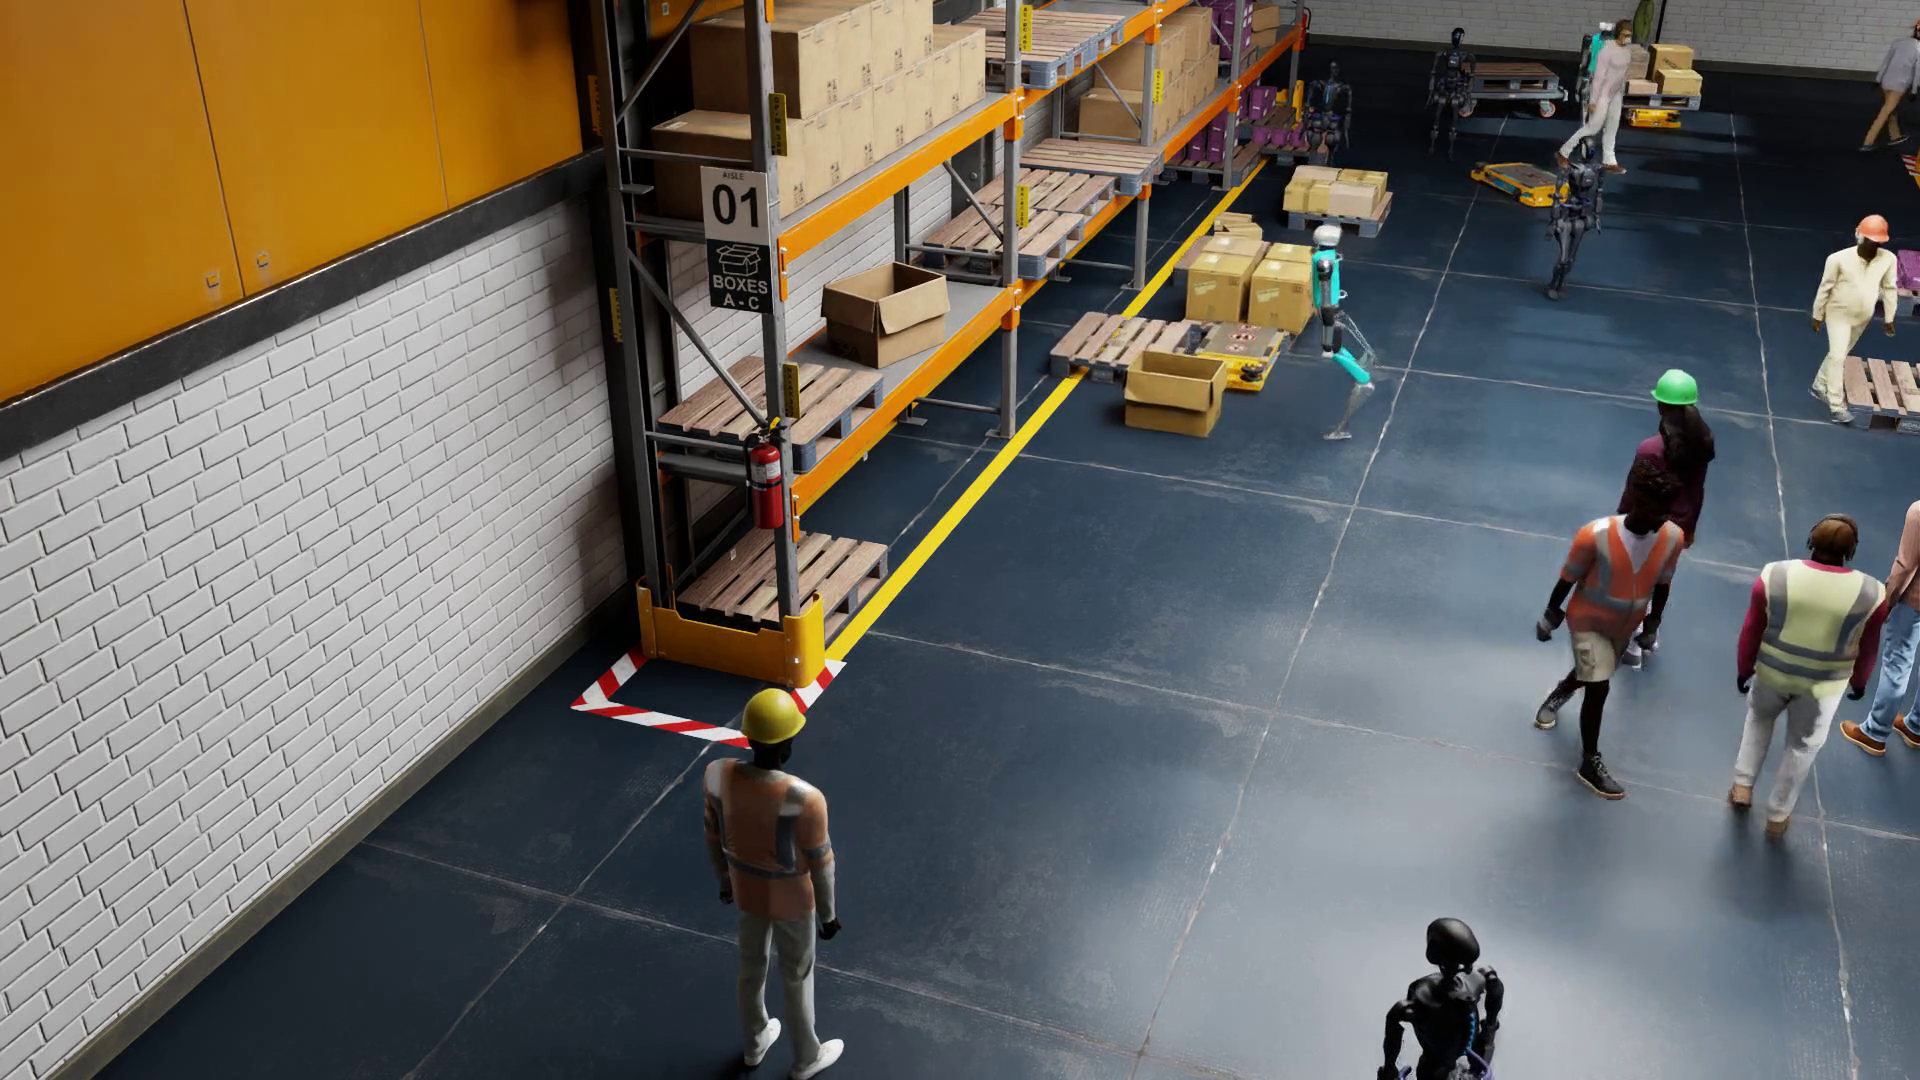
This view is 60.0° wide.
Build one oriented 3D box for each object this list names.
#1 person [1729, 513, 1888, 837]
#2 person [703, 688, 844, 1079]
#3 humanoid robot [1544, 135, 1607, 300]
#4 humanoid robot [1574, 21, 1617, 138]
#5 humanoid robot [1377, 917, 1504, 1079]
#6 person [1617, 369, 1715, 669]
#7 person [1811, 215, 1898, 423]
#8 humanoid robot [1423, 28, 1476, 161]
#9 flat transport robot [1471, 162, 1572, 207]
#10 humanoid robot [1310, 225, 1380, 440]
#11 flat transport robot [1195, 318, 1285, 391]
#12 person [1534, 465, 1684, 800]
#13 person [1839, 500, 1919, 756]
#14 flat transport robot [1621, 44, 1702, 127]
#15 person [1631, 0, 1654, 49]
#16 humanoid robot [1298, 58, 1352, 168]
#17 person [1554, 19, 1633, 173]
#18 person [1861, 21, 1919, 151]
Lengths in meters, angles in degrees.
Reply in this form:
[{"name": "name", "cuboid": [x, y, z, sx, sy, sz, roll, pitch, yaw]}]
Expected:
[{"name": "person", "cuboid": [4.412, 0.693, 8.717, 0.634, 1.827, 0.519, 17, 32, 29]}, {"name": "person", "cuboid": [-0.780, 1.476, 7.081, 0.592, 1.924, 0.378, 12, 30, 23]}, {"name": "humanoid robot", "cuboid": [6.049, -3.178, 16.390, 0.590, 1.641, 0.429, -8, 28, -15]}, {"name": "humanoid robot", "cuboid": [8.259, -5.888, 21.622, 0.532, 1.761, 1.018, 9, 28, 16]}, {"name": "humanoid robot", "cuboid": [1.802, 2.105, 6.147, 0.600, 1.631, 0.620, -13, 30, -24]}, {"name": "person", "cuboid": [4.232, -0.117, 10.161, 0.509, 1.933, 0.506, -8, 28, -15]}, {"name": "person", "cuboid": [7.400, -1.838, 13.740, 0.578, 1.705, 0.899, -2, 27, -4]}, {"name": "humanoid robot", "cuboid": [6.268, -5.695, 21.245, 0.599, 1.657, 0.315, 10, 29, 19]}, {"name": "flat transport robot", "cuboid": [6.846, -4.312, 20.114, 0.659, 0.231, 1.431, -7, 28, -13]}, {"name": "humanoid robot", "cuboid": [3.112, -1.613, 13.285, 0.758, 1.780, 0.551, 5, 28, 9]}, {"name": "flat transport robot", "cuboid": [2.543, -1.712, 15.072, 0.659, 0.231, 1.431, 10, 29, 18]}, {"name": "person", "cuboid": [3.545, 0.395, 9.206, 0.650, 1.908, 0.932, -6, 28, -11]}, {"name": "person", "cuboid": [5.410, 0.303, 9.281, 0.610, 1.997, 0.376, -5, 28, -10]}, {"name": "flat transport robot", "cuboid": [9.707, -6.099, 23.581, 0.659, 0.231, 1.431, 3, 27, 6]}, {"name": "person", "cuboid": [10.114, -7.485, 24.778, 0.280, 1.632, 0.506, 2, 27, 4]}, {"name": "humanoid robot", "cuboid": [4.313, -4.862, 19.706, 0.610, 1.655, 0.744, 9, 29, 18]}, {"name": "person", "cuboid": [7.981, -5.536, 20.717, 0.779, 1.909, 0.649, 24, 36, 38]}, {"name": "person", "cuboid": [12.317, -5.944, 21.729, 0.881, 1.684, 0.606, -6, 28, -12]}]
